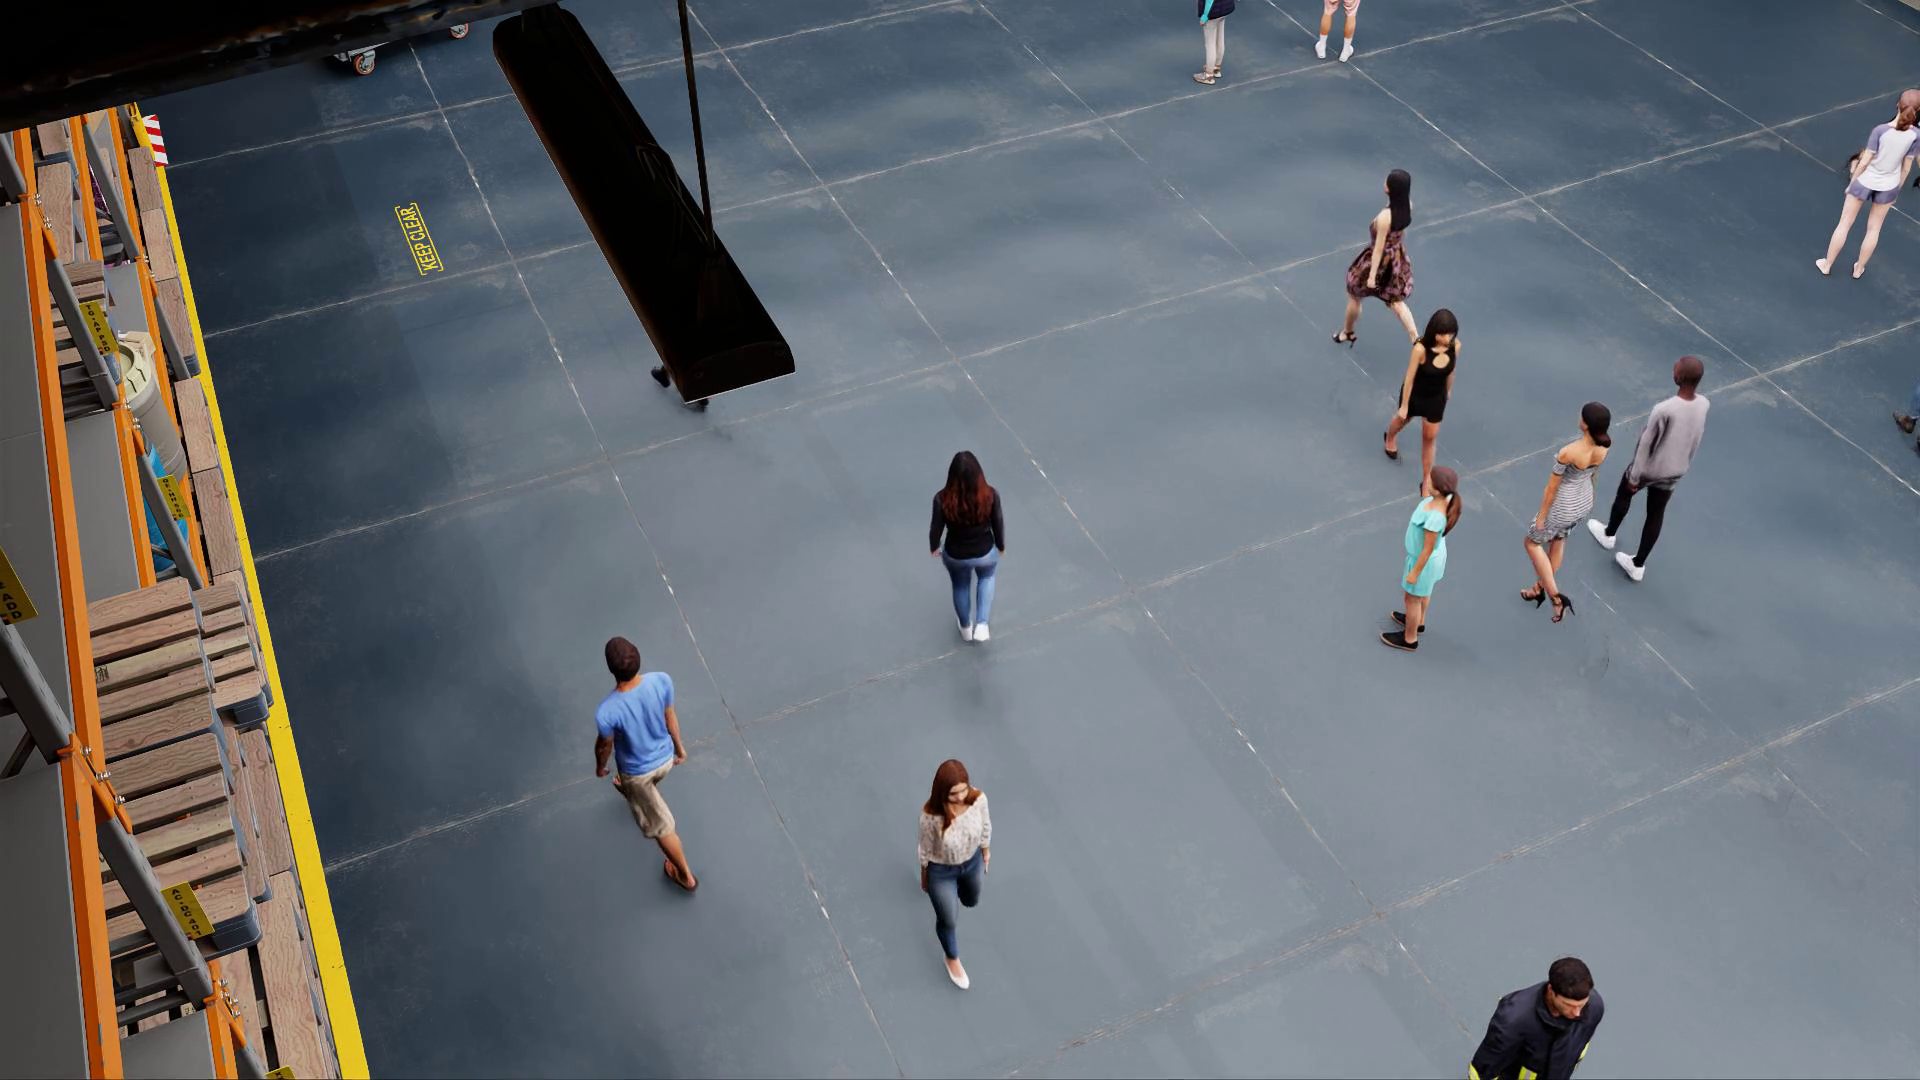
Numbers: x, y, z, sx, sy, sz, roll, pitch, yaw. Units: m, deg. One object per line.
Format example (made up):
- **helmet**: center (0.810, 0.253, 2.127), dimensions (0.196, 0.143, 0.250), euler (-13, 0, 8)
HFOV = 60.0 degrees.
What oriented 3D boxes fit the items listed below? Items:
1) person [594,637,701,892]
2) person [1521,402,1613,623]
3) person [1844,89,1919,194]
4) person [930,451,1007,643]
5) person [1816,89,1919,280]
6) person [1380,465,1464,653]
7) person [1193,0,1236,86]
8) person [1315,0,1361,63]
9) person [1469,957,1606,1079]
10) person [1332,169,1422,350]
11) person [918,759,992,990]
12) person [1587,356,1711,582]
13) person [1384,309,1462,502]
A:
- **person**: center (-1.767, 1.336, 9.601), dimensions (0.905, 1.814, 1.277), euler (-33, 53, -30)
- **person**: center (4.115, -0.138, 11.153), dimensions (0.607, 1.809, 0.740), euler (-17, 46, -17)
- **person**: center (8.744, -3.945, 15.245), dimensions (1.174, 1.676, 0.965), euler (30, 51, 28)
- **person**: center (0.075, 0.116, 11.020), dimensions (0.754, 1.624, 0.772), euler (-3, 44, -3)
- **person**: center (7.830, -3.038, 14.227), dimensions (0.683, 1.767, 0.738), euler (13, 45, 13)
- **person**: center (3.098, 0.112, 11.072), dimensions (0.671, 1.558, 0.635), euler (22, 48, 22)
- **person**: center (2.606, -5.375, 16.873), dimensions (0.714, 1.500, 0.676), euler (27, 50, 25)
- **person**: center (3.980, -5.815, 17.131), dimensions (0.715, 1.782, 0.768), euler (13, 45, 13)
- **person**: center (2.780, 2.593, 8.201), dimensions (0.831, 1.926, 0.726), euler (-11, 45, -11)
- **person**: center (3.447, -2.132, 13.288), dimensions (0.872, 1.750, 1.189), euler (-34, 53, -31)
- **person**: center (-0.070, 1.746, 9.245), dimensions (0.582, 1.713, 0.936), euler (-16, 46, -16)
- **person**: center (4.891, -0.427, 11.503), dimensions (0.738, 1.745, 0.913), euler (-11, 45, -12)
- **person**: center (3.390, -1.109, 12.320), dimensions (0.805, 1.604, 1.130), euler (-10, 45, -11)
